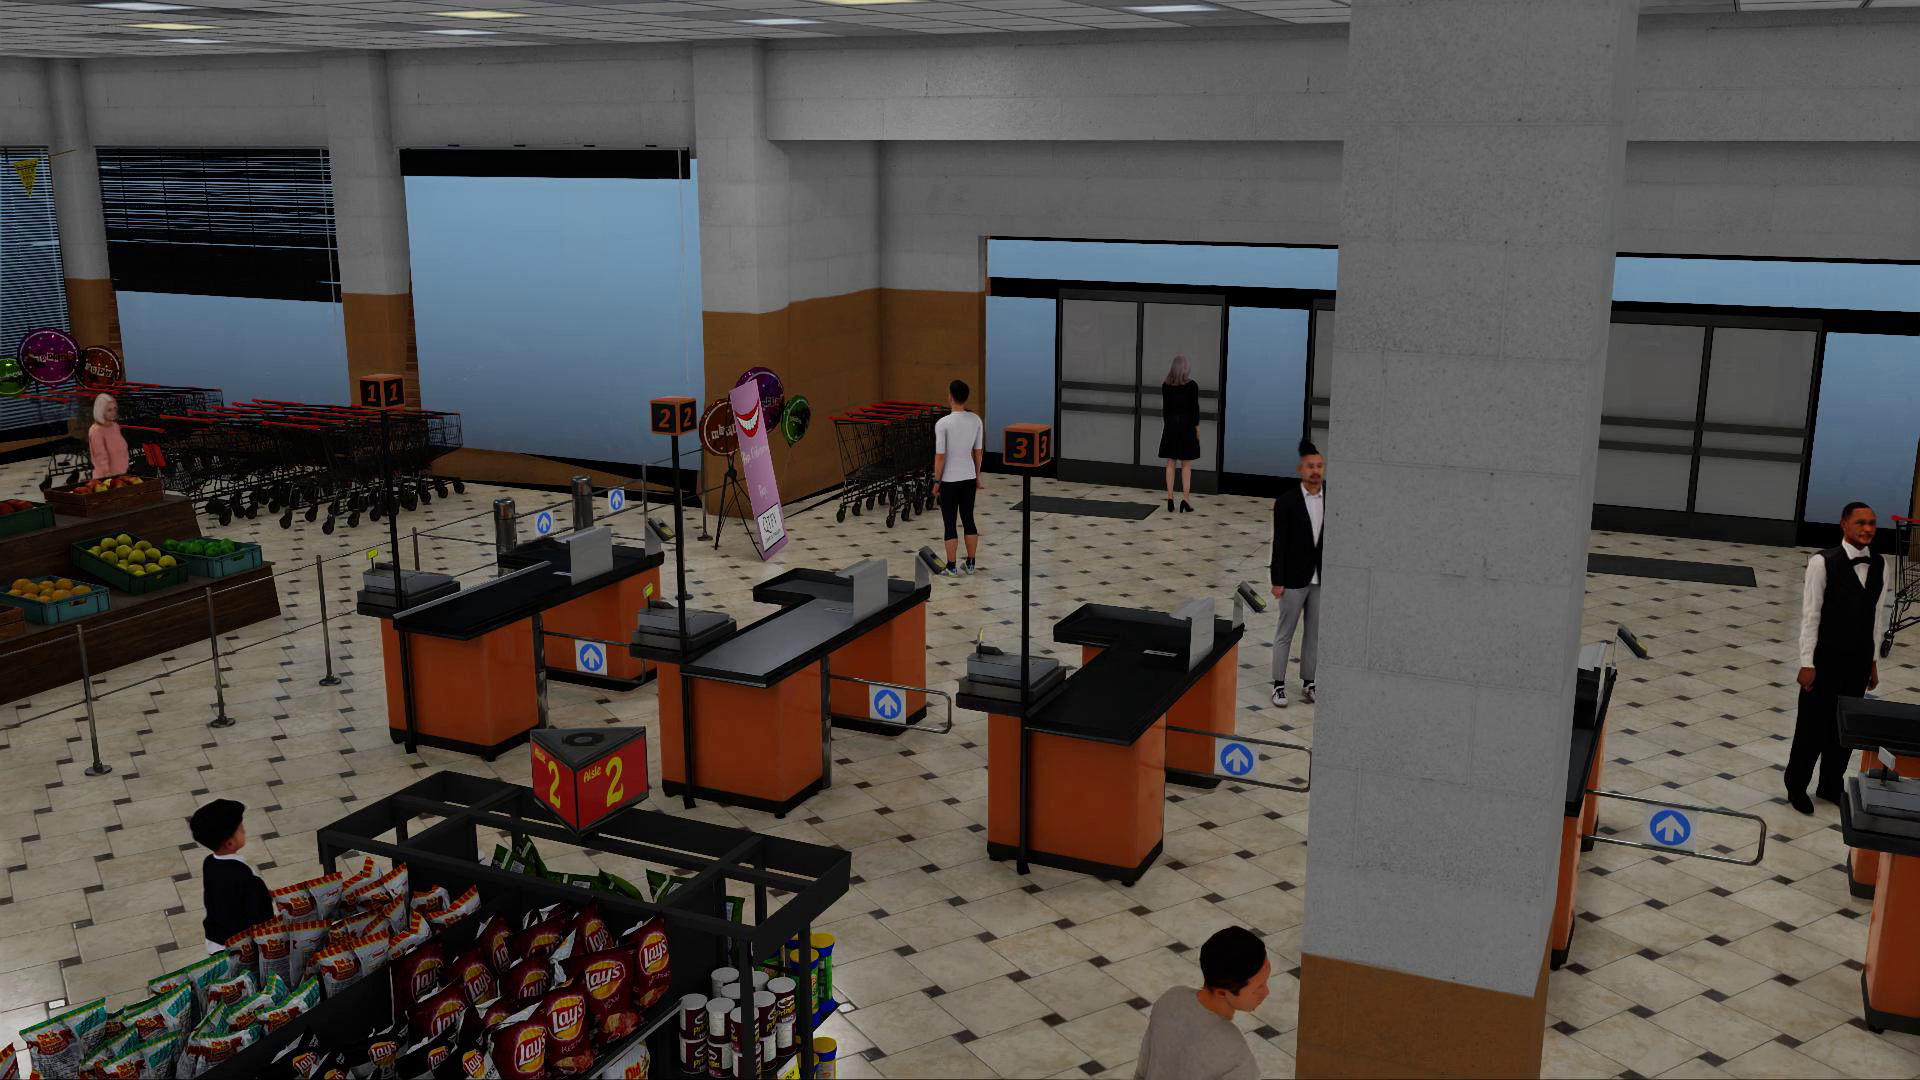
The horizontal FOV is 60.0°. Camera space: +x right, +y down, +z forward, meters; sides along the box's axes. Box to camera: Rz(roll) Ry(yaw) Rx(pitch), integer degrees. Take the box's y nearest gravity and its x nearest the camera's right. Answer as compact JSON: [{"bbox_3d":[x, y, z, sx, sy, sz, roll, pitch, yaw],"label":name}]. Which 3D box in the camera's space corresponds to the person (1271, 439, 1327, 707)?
[{"bbox_3d":[2.498,0.229,12.023,0.794,1.949,0.802,-2,14,-9],"label":"person"}]

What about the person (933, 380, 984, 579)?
[{"bbox_3d":[-0.014,-0.578,15.556,0.702,1.852,0.813,-8,16,-31],"label":"person"}]

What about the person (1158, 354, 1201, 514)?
[{"bbox_3d":[2.417,-1.173,18.232,0.583,1.747,0.547,6,15,24],"label":"person"}]

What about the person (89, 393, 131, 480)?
[{"bbox_3d":[-8.137,-0.542,15.783,1.004,1.673,1.065,-1,14,-5],"label":"person"}]

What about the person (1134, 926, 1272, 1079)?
[{"bbox_3d":[0.630,1.993,5.129,0.891,1.770,0.897,-12,18,-40],"label":"person"}]

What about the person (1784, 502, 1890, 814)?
[{"bbox_3d":[5.346,0.703,10.130,0.779,1.919,0.787,-2,14,-8],"label":"person"}]

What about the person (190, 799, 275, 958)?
[{"bbox_3d":[-3.217,1.730,7.365,0.533,1.227,0.534,9,16,33],"label":"person"}]
